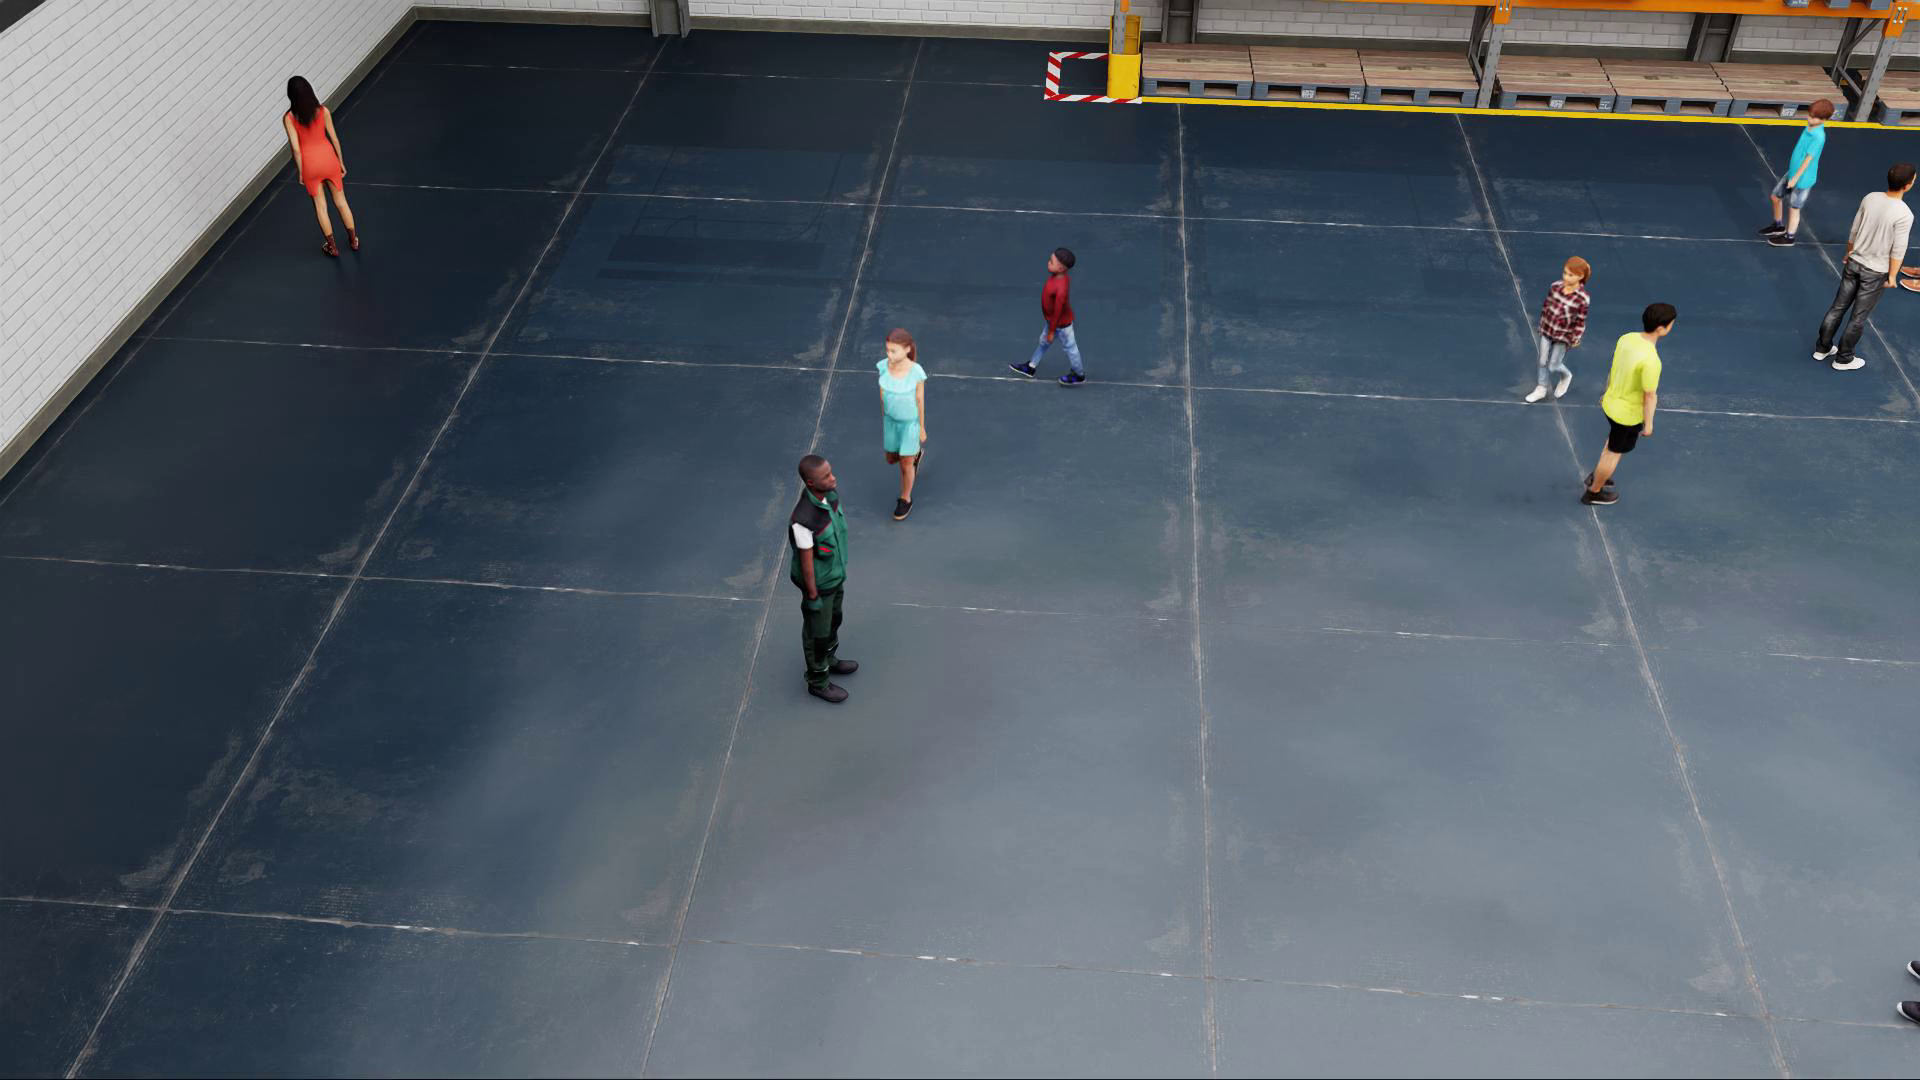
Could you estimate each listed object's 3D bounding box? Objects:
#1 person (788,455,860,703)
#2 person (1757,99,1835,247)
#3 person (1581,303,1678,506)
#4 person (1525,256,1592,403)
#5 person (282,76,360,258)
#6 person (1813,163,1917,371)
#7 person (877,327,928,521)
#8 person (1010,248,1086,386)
[{"bbox_3d":[-0.885,0.218,10.503,0.635,1.840,0.708,8,39,9],"label":"person"},{"bbox_3d":[7.825,-3.371,15.320,0.512,1.437,0.517,3,39,4],"label":"person"},{"bbox_3d":[4.776,-0.969,12.106,0.694,1.694,0.707,-6,39,-7],"label":"person"},{"bbox_3d":[4.842,-1.698,13.335,0.753,1.299,0.688,-23,44,-26],"label":"person"},{"bbox_3d":[-5.830,-3.398,15.128,0.640,1.719,0.721,-23,44,-26],"label":"person"},{"bbox_3d":[7.427,-2.240,13.603,0.734,1.812,0.738,-16,41,-20],"label":"person"},{"bbox_3d":[-0.383,-0.905,12.144,0.830,1.547,0.758,15,41,18],"label":"person"},{"bbox_3d":[0.868,-1.786,13.508,0.854,1.221,0.551,0,39,0],"label":"person"}]
